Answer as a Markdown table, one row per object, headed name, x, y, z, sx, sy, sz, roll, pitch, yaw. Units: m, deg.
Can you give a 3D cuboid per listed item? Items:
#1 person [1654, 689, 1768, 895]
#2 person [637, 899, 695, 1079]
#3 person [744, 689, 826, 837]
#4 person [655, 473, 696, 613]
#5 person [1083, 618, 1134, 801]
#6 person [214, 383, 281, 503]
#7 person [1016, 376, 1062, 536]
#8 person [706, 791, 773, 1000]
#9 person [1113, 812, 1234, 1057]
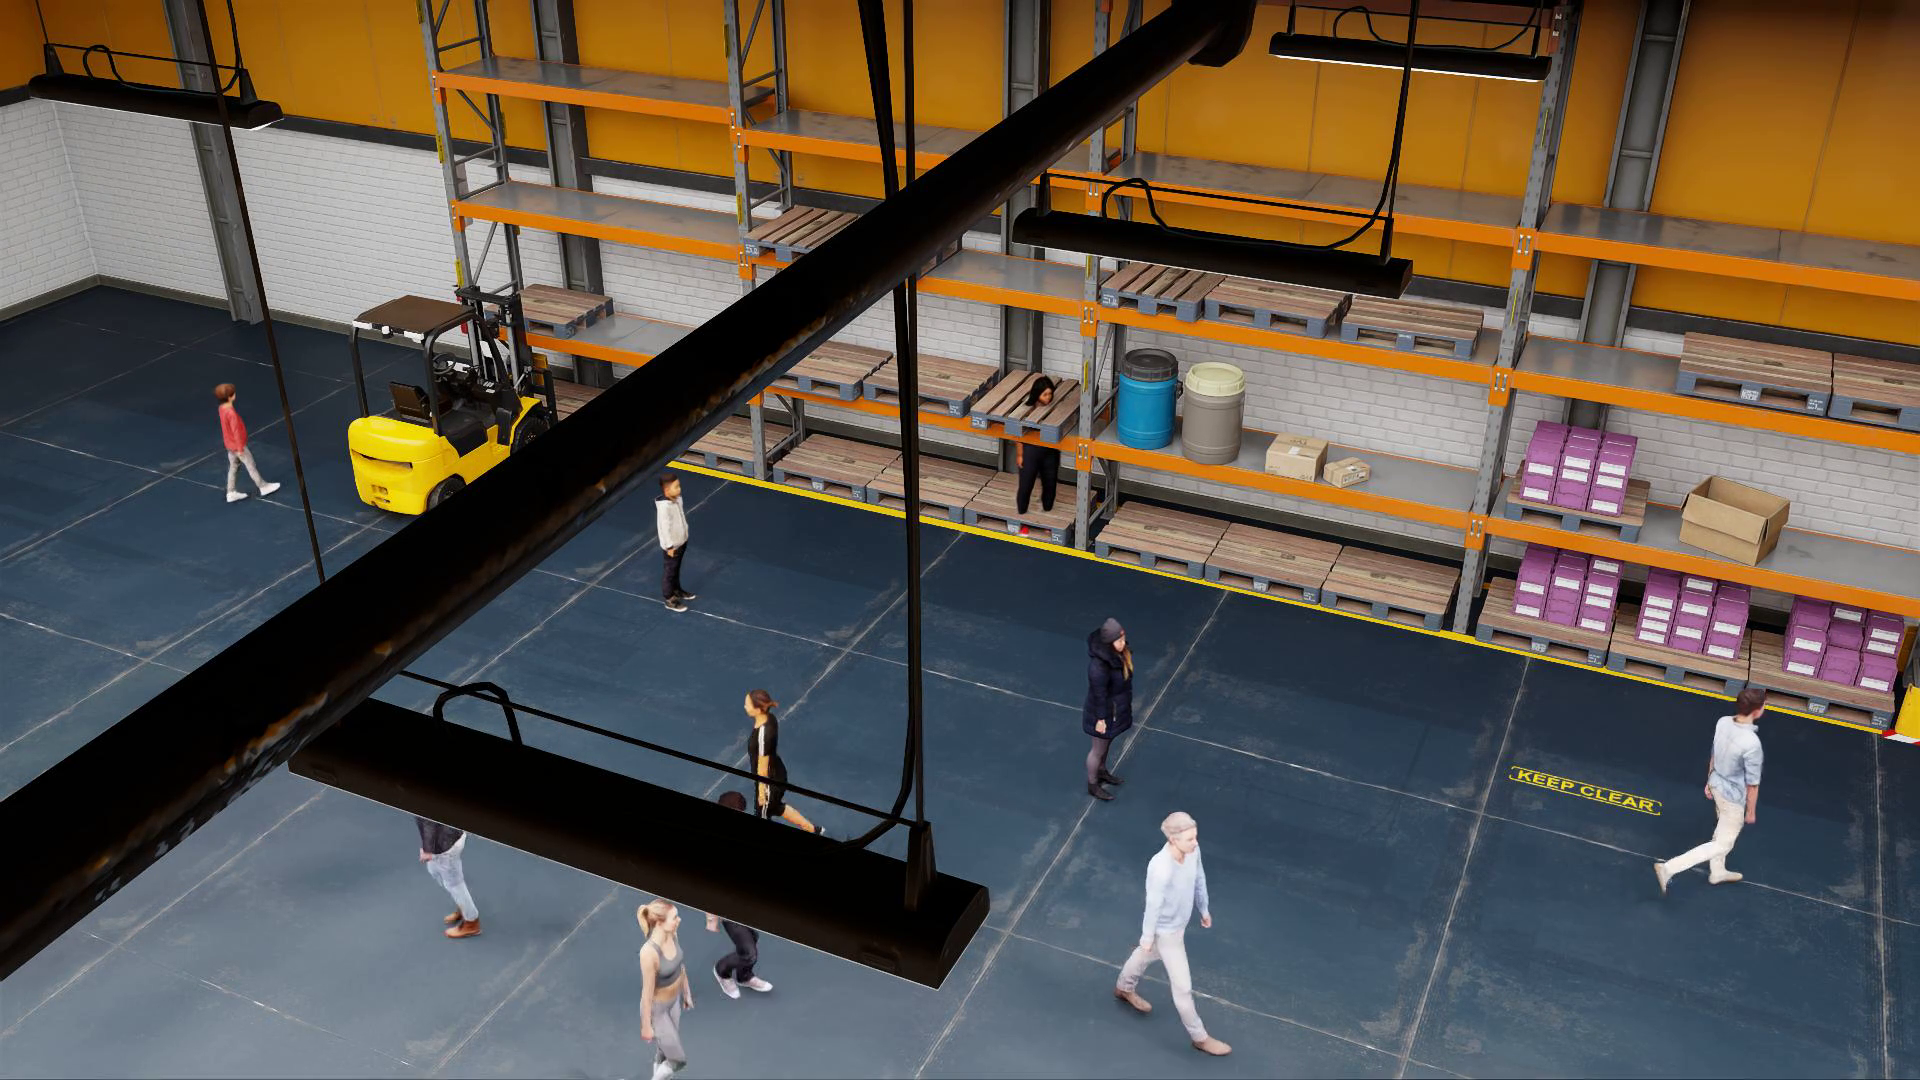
| name | x | y | z | sx | sy | sz | roll | pitch | yaw |
| --- | --- | --- | --- | --- | --- | --- | --- | --- | --- |
| person | 5.752 | 1.942 | 12.588 | 1.170 | 1.827 | 0.977 | -3 | 29 | -5 |
| person | -2.003 | 3.015 | 10.765 | 0.621 | 1.689 | 0.633 | 10 | 30 | 17 |
| person | -1.400 | 1.866 | 12.914 | 0.982 | 1.649 | 0.810 | 0 | 29 | -1 |
| person | -2.864 | -0.005 | 16.548 | 0.572 | 1.452 | 0.627 | 6 | 29 | 10 |
| person | 1.213 | 1.378 | 13.781 | 0.620 | 1.675 | 0.657 | 12 | 31 | 21 |
| person | -8.132 | -1.061 | 18.543 | 0.822 | 1.395 | 0.743 | 24 | 37 | 37 |
| person | 0.846 | -0.928 | 17.865 | 0.769 | 1.812 | 0.840 | -8 | 30 | -14 |
| person | -1.623 | 2.480 | 11.593 | 0.688 | 1.835 | 0.784 | 12 | 31 | 21 |
| person | 1.355 | 2.601 | 11.364 | 1.280 | 1.843 | 0.850 | 19 | 34 | 31 |
